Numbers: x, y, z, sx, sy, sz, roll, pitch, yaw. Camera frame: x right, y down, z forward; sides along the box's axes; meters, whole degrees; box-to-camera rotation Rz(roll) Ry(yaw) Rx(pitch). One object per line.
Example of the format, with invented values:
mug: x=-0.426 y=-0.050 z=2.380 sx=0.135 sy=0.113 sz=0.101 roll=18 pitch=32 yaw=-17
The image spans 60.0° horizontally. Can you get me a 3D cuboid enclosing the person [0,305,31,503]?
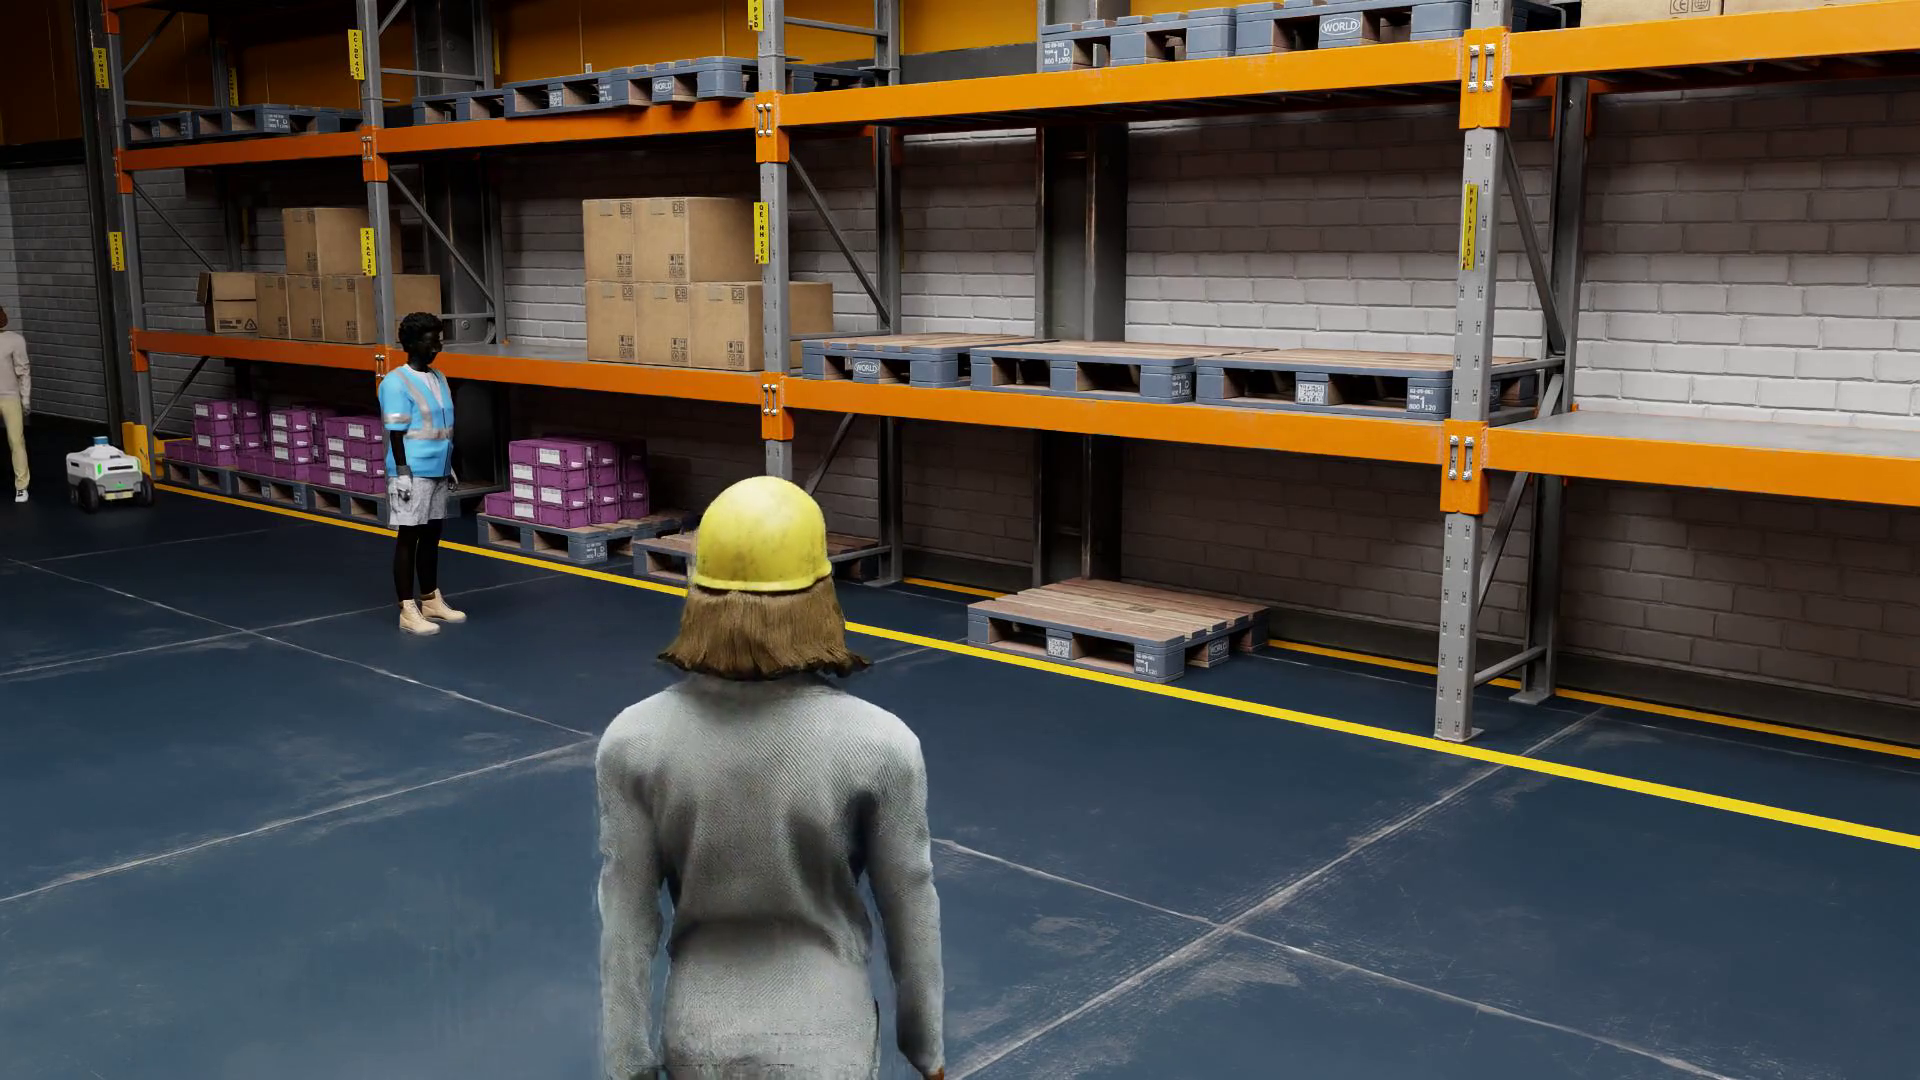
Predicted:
person: x=-7.646 y=-1.103 z=13.216 sx=0.500 sy=1.633 sz=0.286 roll=-1 pitch=10 yaw=-8

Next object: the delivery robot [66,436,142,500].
delivery robot: x=-6.669 y=-0.563 z=12.949 sx=0.707 sy=0.478 sz=0.477 roll=9 pitch=14 yaw=43

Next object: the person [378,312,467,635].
person: x=-2.841 y=-0.356 z=8.798 sx=0.320 sy=1.692 sz=0.531 roll=2 pitch=10 yaw=12

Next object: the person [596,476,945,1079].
person: x=-0.285 y=0.752 z=2.488 sx=0.493 sy=1.698 sz=0.918 roll=2 pitch=10 yaw=10
